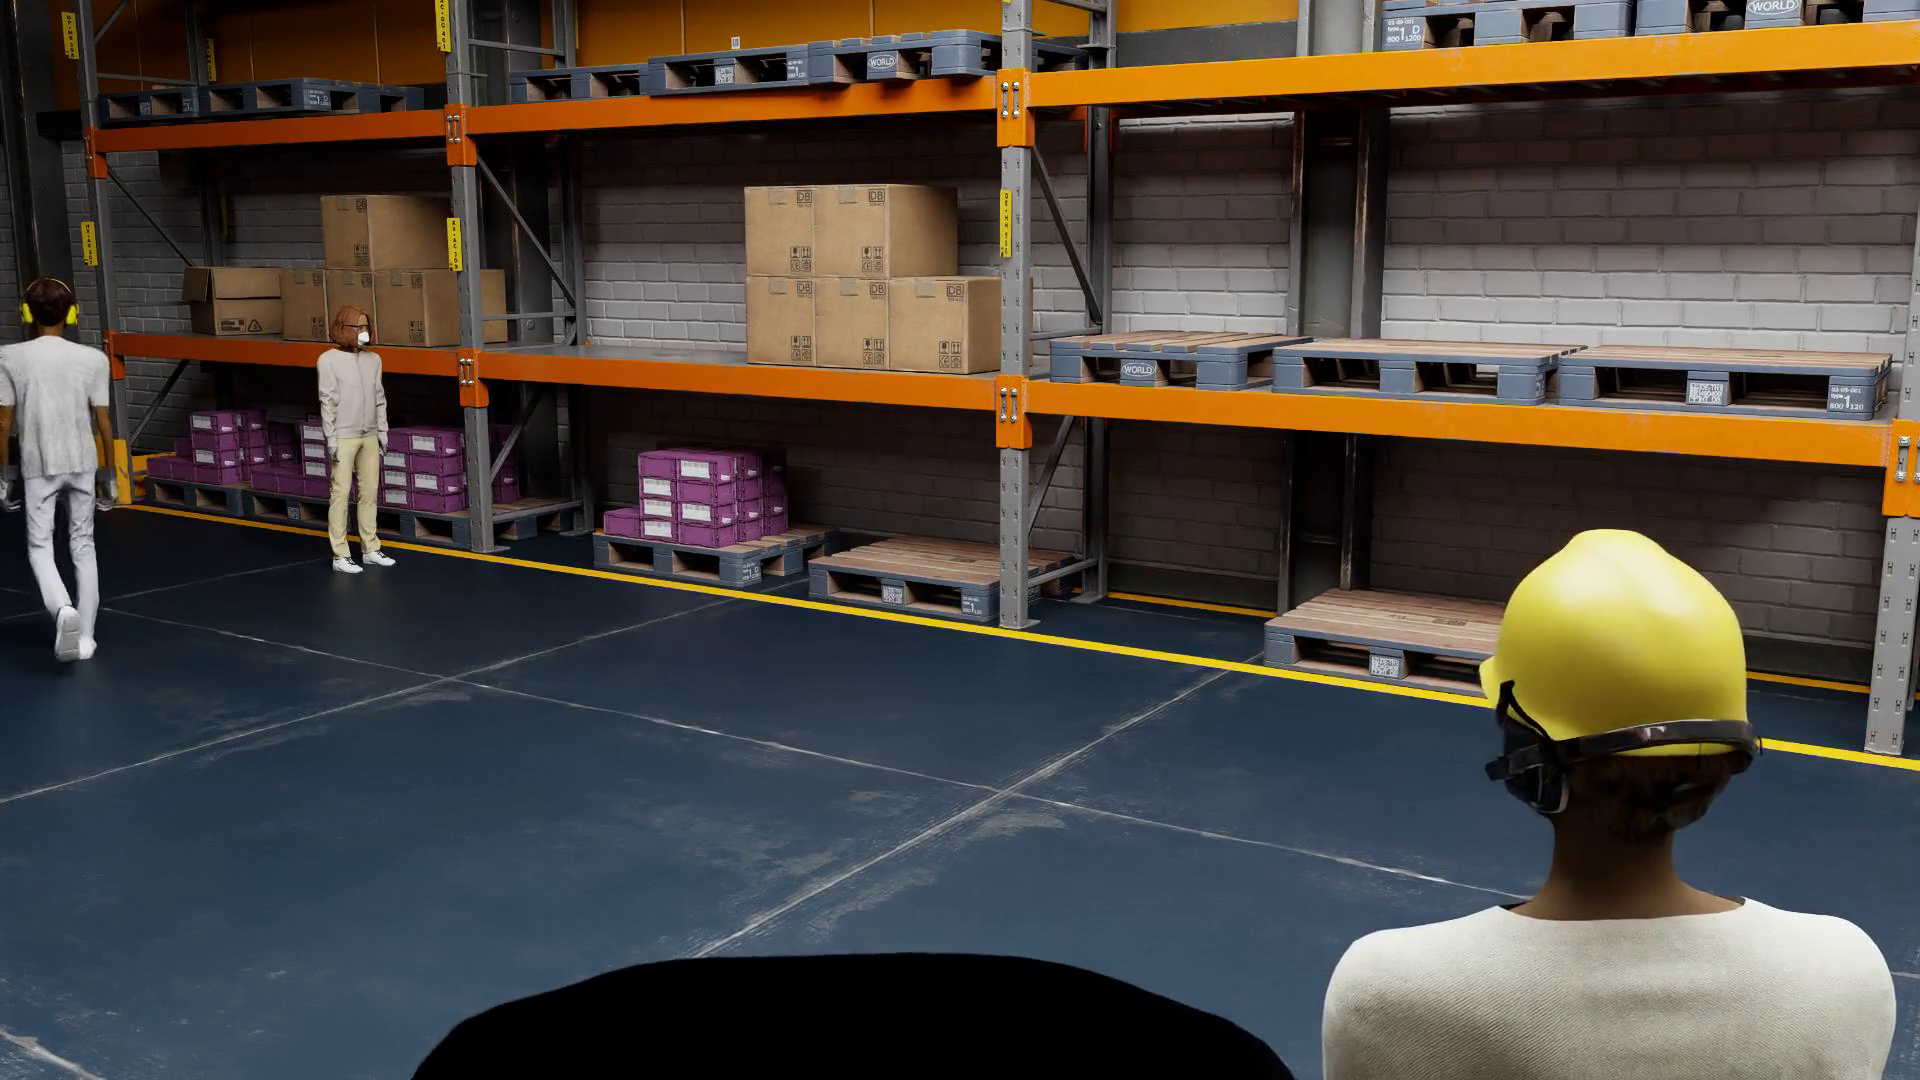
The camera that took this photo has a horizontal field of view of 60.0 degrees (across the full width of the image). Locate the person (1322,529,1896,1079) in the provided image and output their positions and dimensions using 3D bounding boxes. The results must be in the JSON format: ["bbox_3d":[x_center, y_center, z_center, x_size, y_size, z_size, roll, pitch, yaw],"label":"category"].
[{"bbox_3d":[0.578,0.867,1.583,0.525,1.772,0.302,-1,10,-6],"label":"person"}]

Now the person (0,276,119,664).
[{"bbox_3d":[-4.259,-0.310,7.858,0.522,1.856,0.659,-7,12,-33],"label":"person"}]

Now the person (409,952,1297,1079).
[{"bbox_3d":[-0.069,0.889,1.044,0.590,1.919,0.395,0,10,-3],"label":"person"}]

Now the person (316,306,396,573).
[{"bbox_3d":[-3.708,-0.617,10.204,0.277,1.629,0.497,5,12,27],"label":"person"}]
